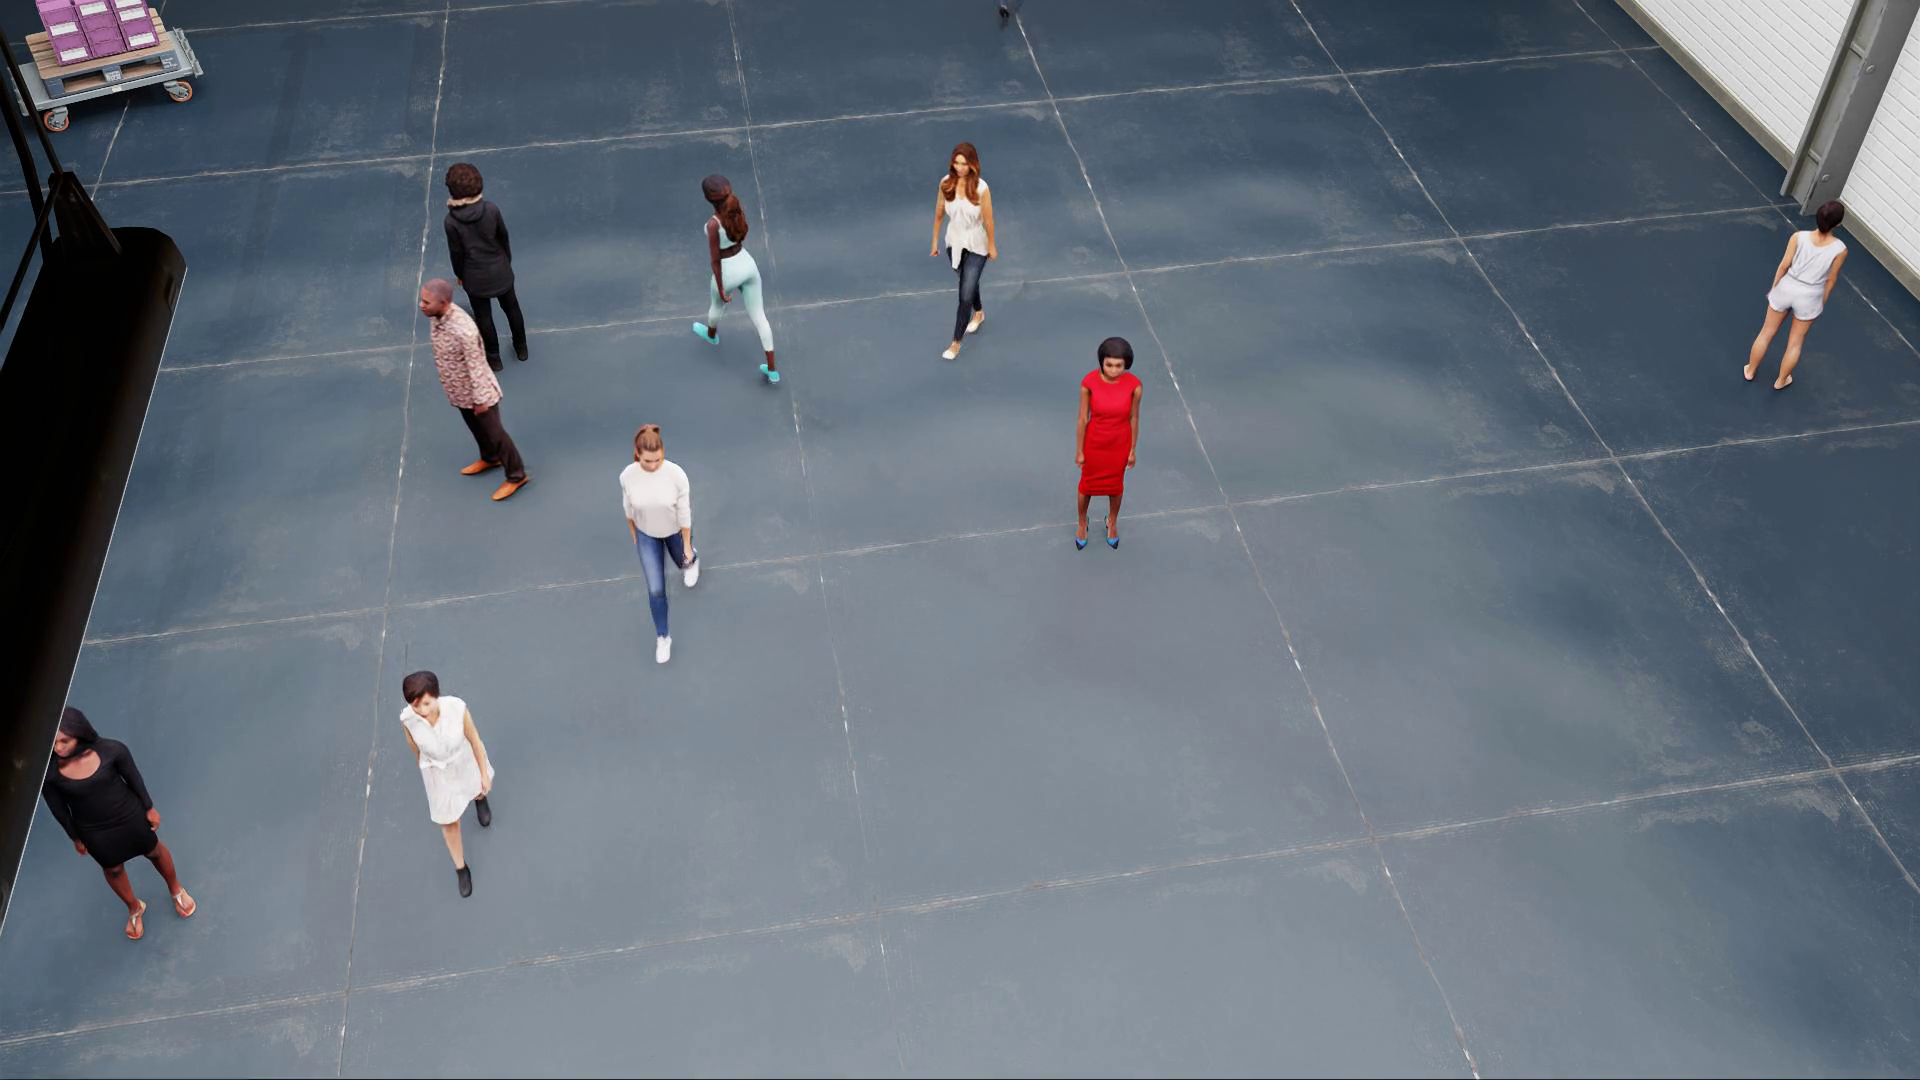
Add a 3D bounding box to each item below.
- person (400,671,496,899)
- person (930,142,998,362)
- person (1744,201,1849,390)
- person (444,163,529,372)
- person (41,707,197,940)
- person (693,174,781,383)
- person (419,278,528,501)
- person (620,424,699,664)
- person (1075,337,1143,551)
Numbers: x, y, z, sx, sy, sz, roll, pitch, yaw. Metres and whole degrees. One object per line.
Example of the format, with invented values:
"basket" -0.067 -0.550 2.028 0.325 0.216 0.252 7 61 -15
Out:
"person" -2.879 1.204 9.453 0.622 1.515 1.015 -13 45 -13
"person" 0.089 -2.332 12.993 1.000 1.753 1.118 20 47 19
"person" 6.352 -1.860 12.602 0.655 1.607 0.712 25 49 24
"person" -3.622 -2.077 12.704 0.705 1.781 0.713 -22 48 -22
"person" -4.579 1.510 8.983 0.666 1.720 0.612 -21 47 -20
"person" -1.649 -1.951 12.658 1.016 1.662 1.232 -34 53 -31
"person" -3.416 -1.093 11.660 0.862 1.797 0.759 -34 53 -30
"person" -1.879 -0.094 10.691 0.757 1.687 1.202 1 44 1
"person" 0.987 -0.641 11.224 0.598 1.744 0.545 0 44 0
